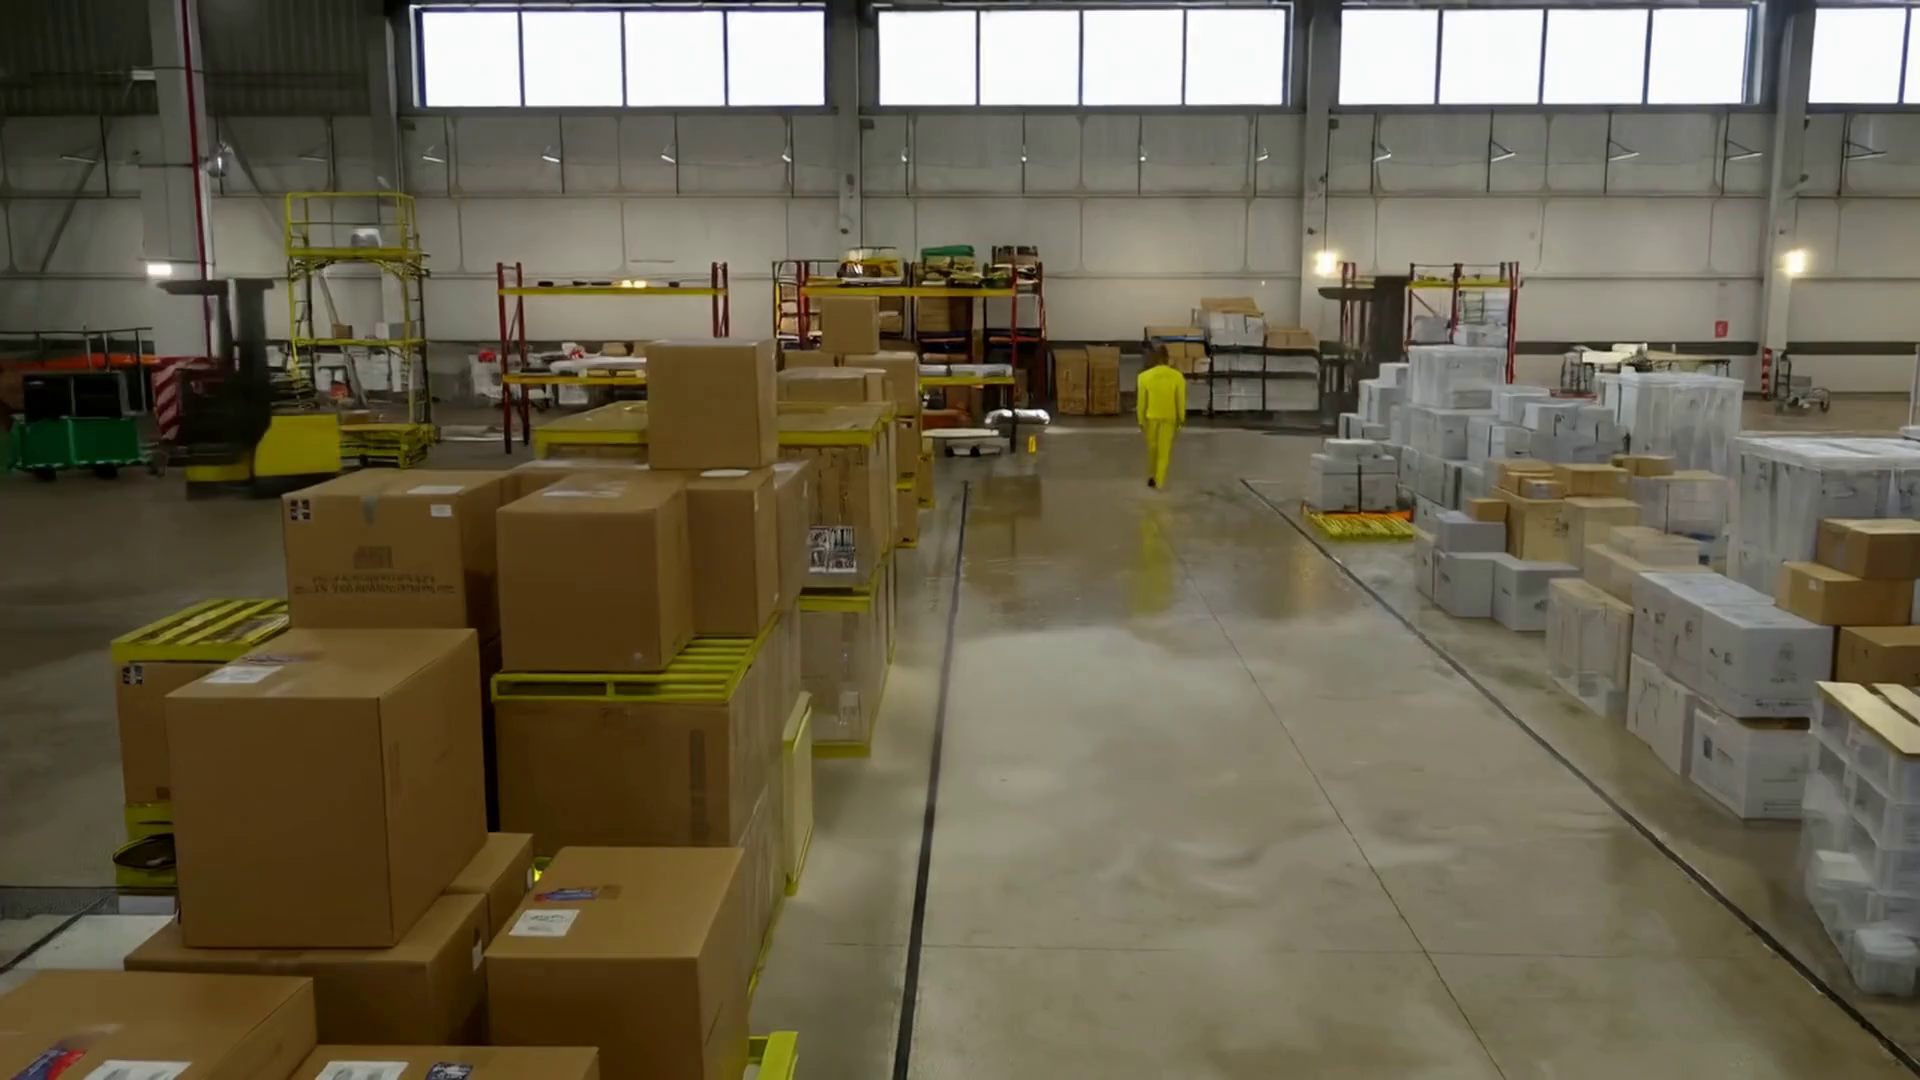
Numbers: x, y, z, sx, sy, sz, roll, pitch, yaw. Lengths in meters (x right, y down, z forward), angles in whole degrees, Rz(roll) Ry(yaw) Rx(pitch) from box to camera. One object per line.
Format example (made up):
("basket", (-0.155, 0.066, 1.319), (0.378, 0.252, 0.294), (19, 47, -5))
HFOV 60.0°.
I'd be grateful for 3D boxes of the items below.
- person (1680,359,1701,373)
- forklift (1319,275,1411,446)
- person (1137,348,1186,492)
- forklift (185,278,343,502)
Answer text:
("person", (9.023, -1.321, 20.660), (0.627, 1.843, 0.429), (-3, 10, -19))
("forklift", (6.819, -2.818, 26.515), (1.873, 2.768, 1.129), (0, 9, 1))
("person", (2.705, -1.629, 22.347), (0.641, 1.891, 0.997), (2, 10, 9))
("forklift", (-9.100, -1.986, 21.533), (1.873, 2.768, 1.129), (-4, 10, -25))
